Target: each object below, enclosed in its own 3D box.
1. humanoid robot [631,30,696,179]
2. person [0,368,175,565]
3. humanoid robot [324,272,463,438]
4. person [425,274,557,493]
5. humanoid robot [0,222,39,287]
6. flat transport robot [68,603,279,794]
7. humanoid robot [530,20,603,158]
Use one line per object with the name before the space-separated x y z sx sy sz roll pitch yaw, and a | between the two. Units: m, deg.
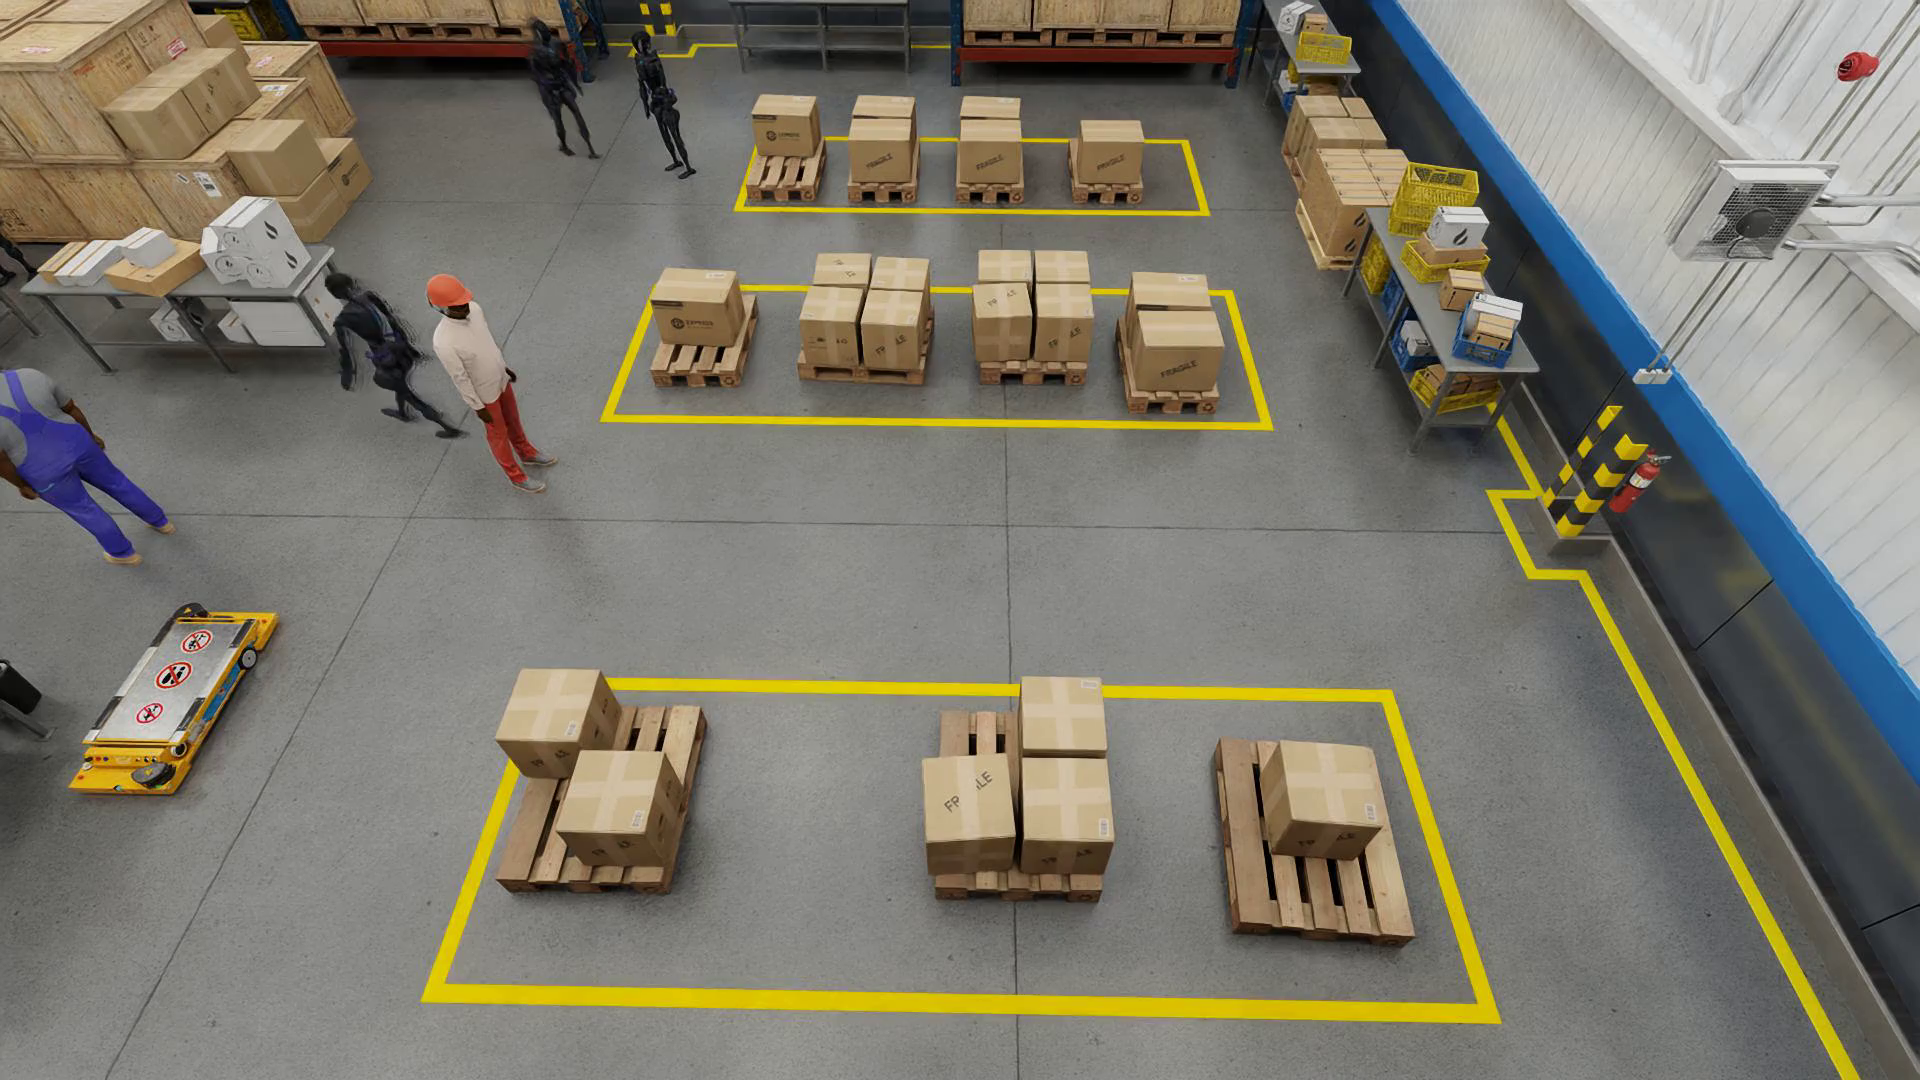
humanoid robot | -3.509 -5.096 10.755 0.578 1.649 0.340 34 58 26
person | -6.710 -0.624 6.735 0.537 2.000 0.681 13 51 11
humanoid robot | -4.885 -1.524 7.768 0.800 1.622 0.568 4 50 3
person | -3.726 -1.230 7.277 0.385 1.995 0.611 4 50 3
humanoid robot | -10.123 -3.332 9.253 0.599 1.657 0.331 -9 50 -8
flat transport robot | -5.504 1.072 6.442 0.652 0.197 1.431 1 50 1
humanoid robot | -4.803 -5.393 11.030 0.755 1.619 0.596 33 57 25
